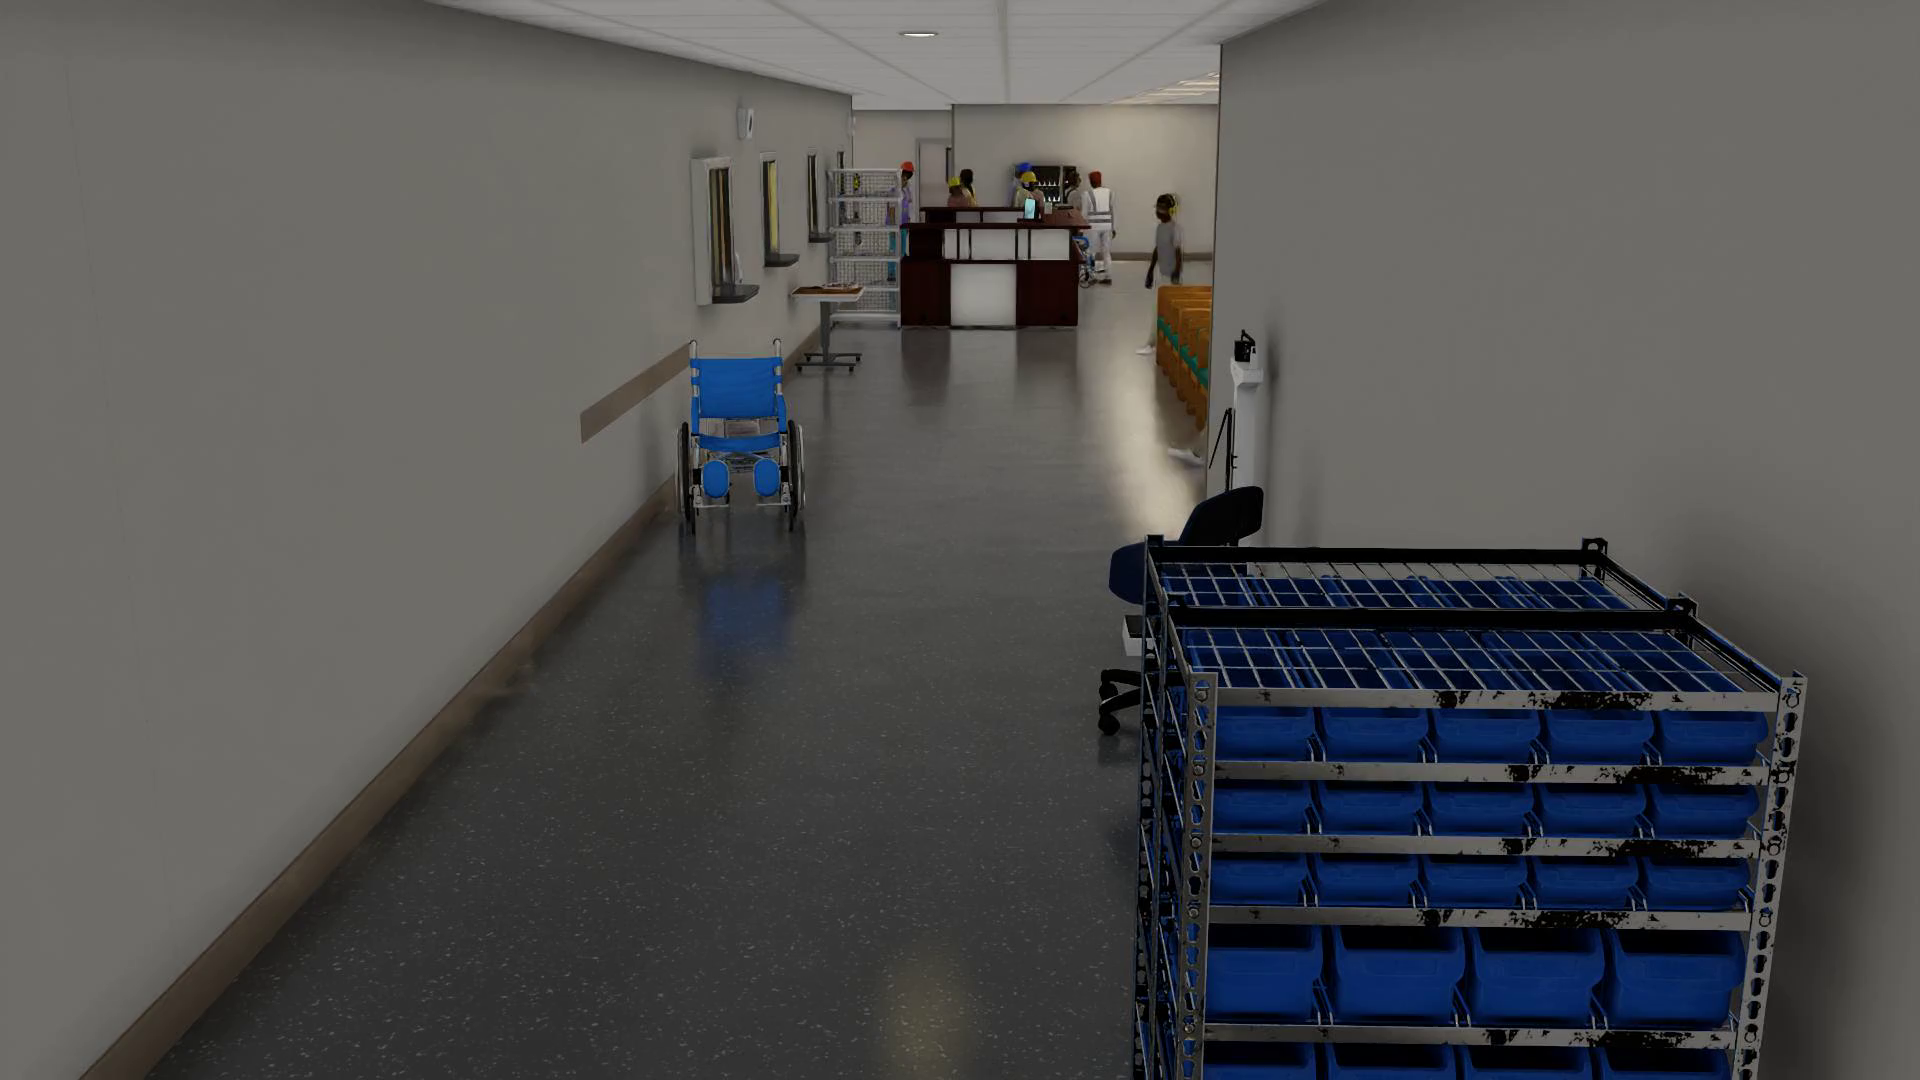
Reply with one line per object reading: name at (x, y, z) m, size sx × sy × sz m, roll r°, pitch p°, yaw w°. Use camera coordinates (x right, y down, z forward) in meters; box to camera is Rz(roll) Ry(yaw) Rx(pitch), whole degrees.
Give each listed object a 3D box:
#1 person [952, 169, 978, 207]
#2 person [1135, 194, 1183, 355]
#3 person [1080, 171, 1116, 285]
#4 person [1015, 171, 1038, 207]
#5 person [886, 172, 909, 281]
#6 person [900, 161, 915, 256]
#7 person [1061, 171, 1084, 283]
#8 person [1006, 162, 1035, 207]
person at (0.113, -5.789, 30.138) m, size 0.429 × 1.840 × 0.637 m, roll 7°, pitch 16°, yaw 27°
person at (2.420, -3.015, 18.941) m, size 0.788 × 1.822 × 0.642 m, roll -5°, pitch 15°, yaw -19°
person at (2.292, -5.140, 27.453) m, size 0.659 × 1.869 × 0.385 m, roll -6°, pitch 15°, yaw -22°
person at (1.142, -5.391, 28.538) m, size 0.404 × 1.829 × 0.600 m, roll -2°, pitch 14°, yaw -8°
person at (-1.060, -5.312, 28.219) m, size 0.382 × 1.836 × 0.566 m, roll 7°, pitch 15°, yaw 26°
person at (-1.029, -6.298, 32.008) m, size 0.362 × 1.934 × 0.543 m, roll 0°, pitch 14°, yaw 0°
person at (1.886, -5.255, 27.951) m, size 0.344 × 1.847 × 0.504 m, roll -8°, pitch 16°, yaw -29°
person at (1.167, -6.057, 31.023) m, size 0.646 × 1.927 × 0.565 m, roll -11°, pitch 18°, yaw -38°
